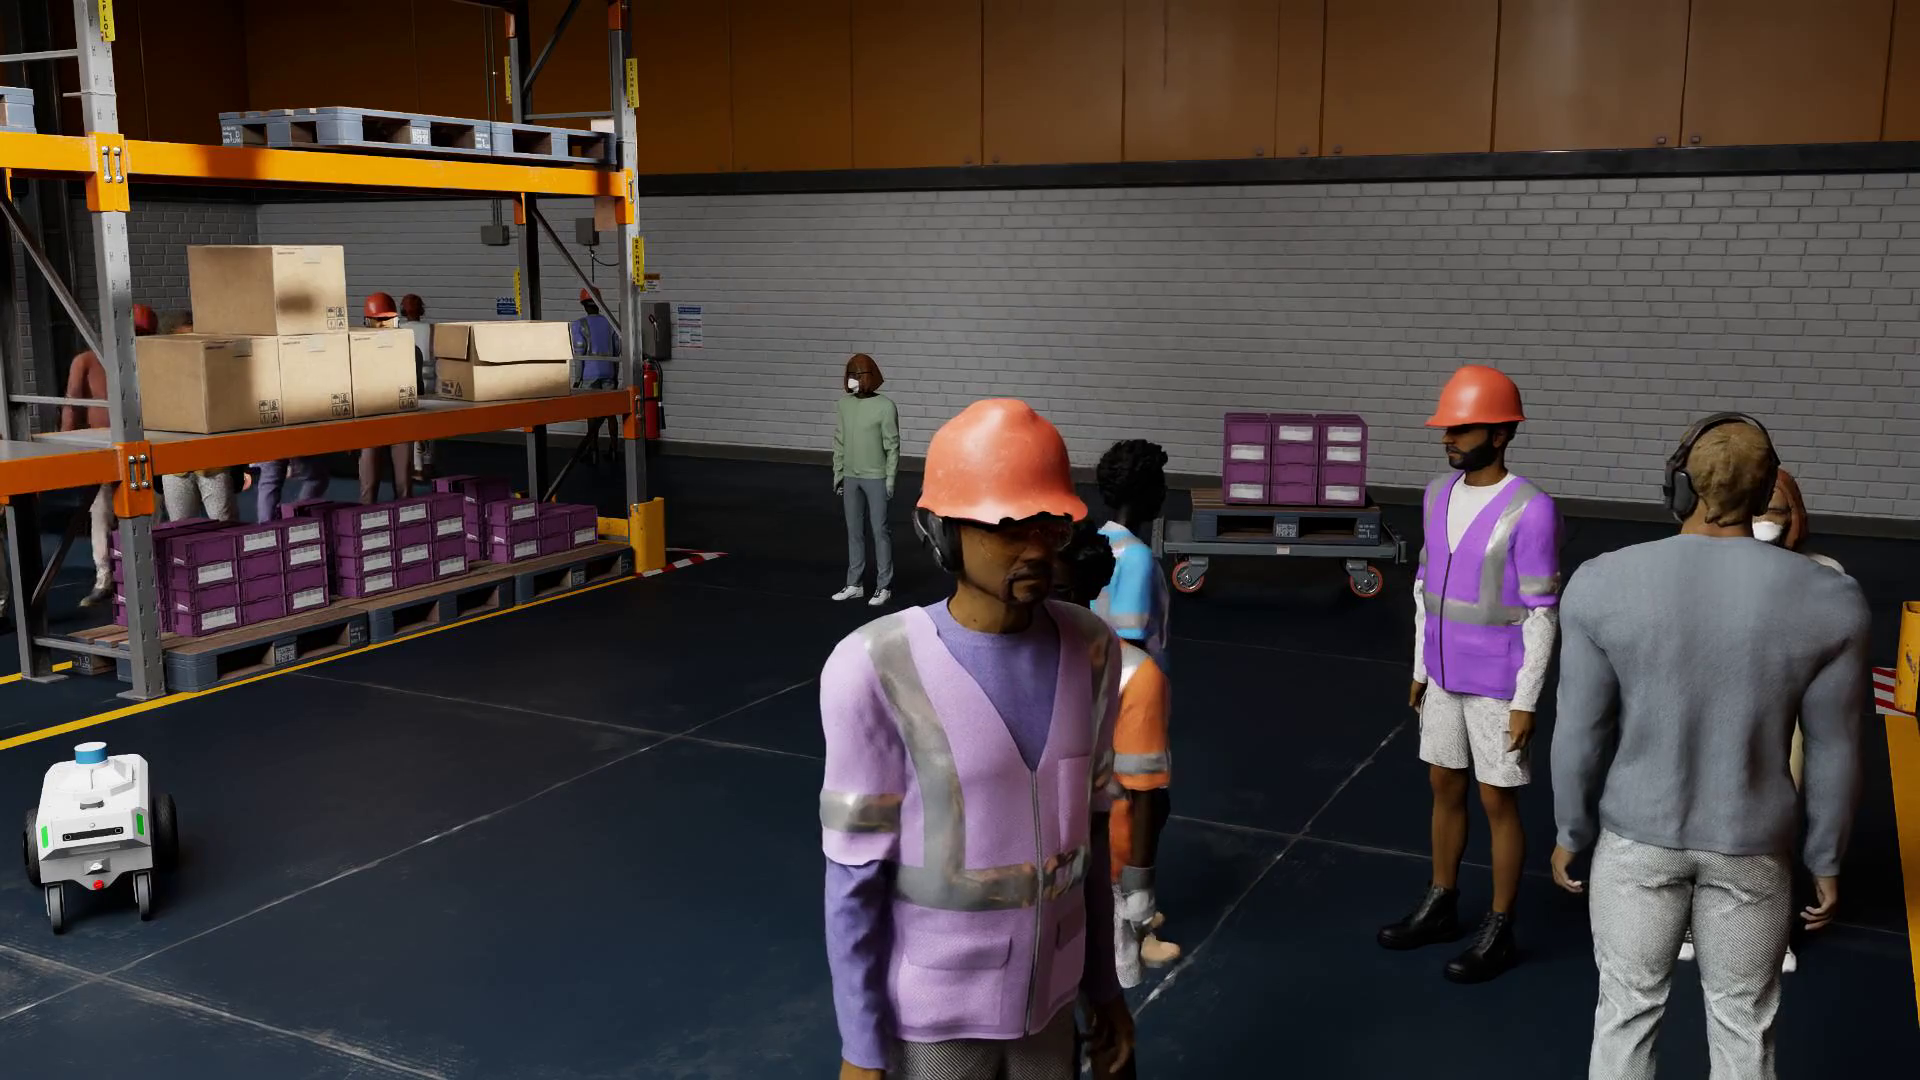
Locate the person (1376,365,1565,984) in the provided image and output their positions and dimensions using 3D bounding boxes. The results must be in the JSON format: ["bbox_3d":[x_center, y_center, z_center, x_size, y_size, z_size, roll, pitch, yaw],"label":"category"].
[{"bbox_3d":[1.606,0.422,5.227,0.377,1.938,0.547,-5,11,-26],"label":"person"}]

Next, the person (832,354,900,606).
[{"bbox_3d":[-0.619,-0.392,10.820,0.507,1.632,0.264,7,12,34],"label":"person"}]

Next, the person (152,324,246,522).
[{"bbox_3d":[-4.886,-0.460,10.661,0.622,1.835,0.430,-1,10,-3],"label":"person"}]

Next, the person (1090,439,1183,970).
[{"bbox_3d":[0.535,0.514,5.401,0.354,1.692,0.568,-1,10,-8],"label":"person"}]

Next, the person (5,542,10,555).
[{"bbox_3d":[-7.532,-0.769,12.326,1.021,1.887,0.621,0,10,2],"label":"person"}]

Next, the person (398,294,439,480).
[{"bbox_3d":[-5.549,-1.560,16.916,0.605,1.861,0.724,-5,11,-27],"label":"person"}]

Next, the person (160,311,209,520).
[{"bbox_3d":[-5.310,-0.609,11.339,1.020,1.877,0.653,-4,11,-24],"label":"person"}]

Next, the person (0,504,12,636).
[{"bbox_3d":[-5.924,-0.325,9.863,0.588,1.832,0.403,0,10,0],"label":"person"}]

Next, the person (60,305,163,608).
[{"bbox_3d":[-5.497,-0.547,10.840,0.381,1.947,0.715,8,13,40],"label":"person"}]

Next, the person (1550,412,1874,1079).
[{"bbox_3d":[1.653,0.679,3.738,0.635,1.939,0.361,4,10,20],"label":"person"}]

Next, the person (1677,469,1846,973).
[{"bbox_3d":[2.510,0.569,5.291,0.495,1.626,0.284,3,10,18],"label":"person"}]

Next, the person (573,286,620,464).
[{"bbox_3d":[-3.960,-1.789,18.064,0.542,1.927,0.374,-8,13,-39],"label":"person"}]

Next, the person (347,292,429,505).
[{"bbox_3d":[-4.183,-0.797,12.120,0.608,1.996,0.379,-6,12,-32],"label":"person"}]

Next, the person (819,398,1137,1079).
[{"bbox_3d":[0.055,0.777,2.869,0.605,2.045,0.382,-7,12,-34],"label":"person"}]

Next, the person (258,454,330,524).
[{"bbox_3d":[-5.018,-0.789,12.430,0.756,1.869,0.578,6,12,33],"label":"person"}]

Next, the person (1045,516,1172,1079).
[{"bbox_3d":[0.252,0.768,3.958,0.538,1.694,0.320,8,13,40],"label":"person"}]

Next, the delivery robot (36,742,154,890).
[{"bbox_3d":[-3.044,0.957,5.862,0.477,0.478,0.707,-5,11,-25],"label":"delivery robot"}]
